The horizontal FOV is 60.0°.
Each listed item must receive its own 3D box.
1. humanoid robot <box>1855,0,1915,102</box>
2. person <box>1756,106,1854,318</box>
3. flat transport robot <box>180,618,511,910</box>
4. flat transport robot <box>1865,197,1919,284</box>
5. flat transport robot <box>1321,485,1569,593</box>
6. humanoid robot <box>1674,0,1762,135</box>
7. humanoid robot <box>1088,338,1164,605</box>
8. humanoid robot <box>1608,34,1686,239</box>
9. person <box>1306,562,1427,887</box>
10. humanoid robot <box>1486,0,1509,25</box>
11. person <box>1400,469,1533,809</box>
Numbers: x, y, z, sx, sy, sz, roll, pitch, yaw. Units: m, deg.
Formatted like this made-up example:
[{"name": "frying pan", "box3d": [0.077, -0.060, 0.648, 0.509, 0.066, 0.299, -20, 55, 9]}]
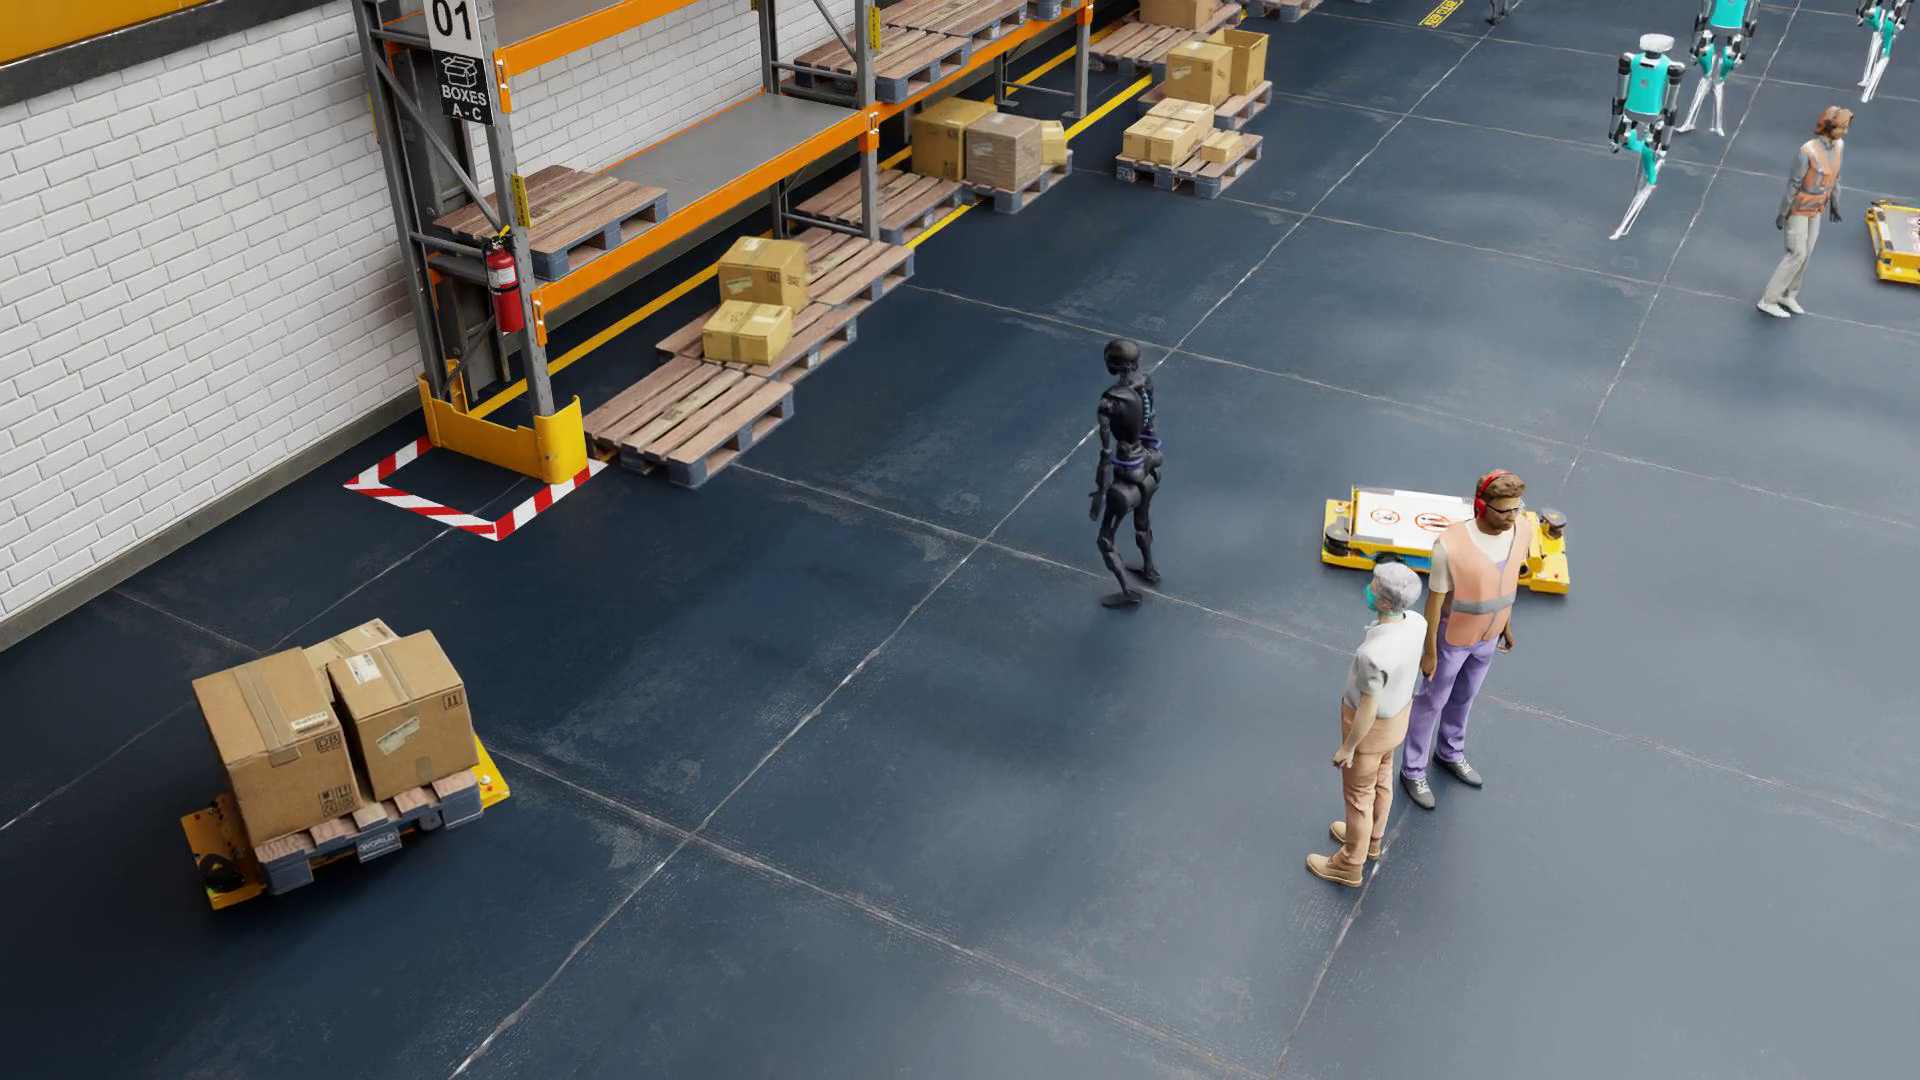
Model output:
[{"name": "humanoid robot", "box3d": [9.496, -5.392, 16.995, 0.855, 1.788, 0.540, -27, 42, -34]}, {"name": "person", "box3d": [6.456, -2.498, 12.693, 0.535, 1.620, 0.373, -23, 40, -31]}, {"name": "flat transport robot", "box3d": [-3.026, 1.288, 8.199, 1.431, 0.231, 0.659, -20, 38, -27]}, {"name": "flat transport robot", "box3d": [8.002, -2.480, 13.901, 0.659, 0.231, 1.431, 11, 35, 16]}, {"name": "flat transport robot", "box3d": [2.958, -0.012, 10.165, 1.431, 0.231, 0.659, 7, 34, 11]}, {"name": "humanoid robot", "box3d": [7.308, -4.753, 16.000, 0.548, 1.777, 0.775, 13, 36, 19]}, {"name": "humanoid robot", "box3d": [0.970, -0.385, 9.456, 0.391, 1.630, 0.609, 22, 39, 29]}, {"name": "humanoid robot", "box3d": [5.874, -3.487, 14.122, 0.539, 1.769, 0.973, 25, 41, 33]}, {"name": "person", "box3d": [1.864, 0.830, 7.549, 0.317, 1.749, 0.483, 23, 40, 30]}, {"name": "humanoid robot", "box3d": [6.296, -6.811, 19.185, 0.600, 1.642, 0.418, -5, 34, -8]}, {"name": "person", "box3d": [2.438, 0.452, 8.033, 0.562, 1.846, 0.390, -17, 37, -24]}]
